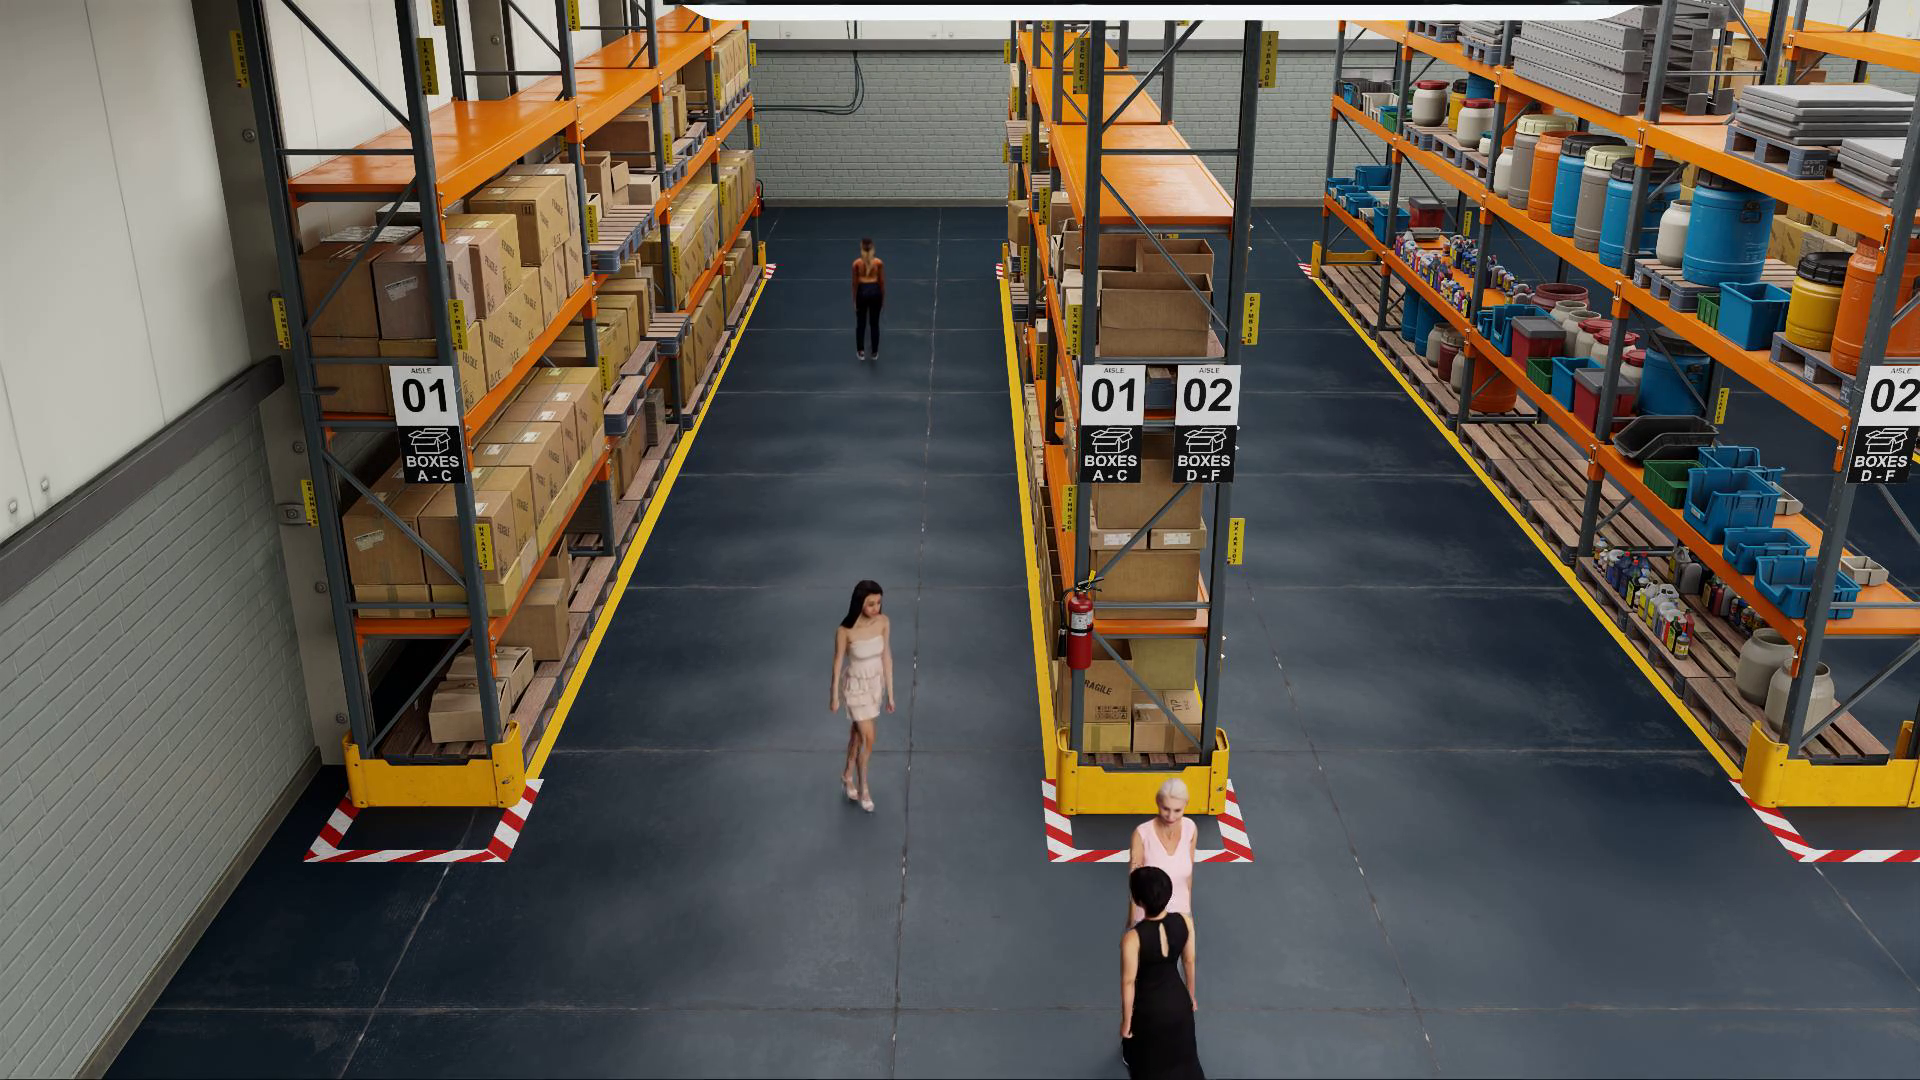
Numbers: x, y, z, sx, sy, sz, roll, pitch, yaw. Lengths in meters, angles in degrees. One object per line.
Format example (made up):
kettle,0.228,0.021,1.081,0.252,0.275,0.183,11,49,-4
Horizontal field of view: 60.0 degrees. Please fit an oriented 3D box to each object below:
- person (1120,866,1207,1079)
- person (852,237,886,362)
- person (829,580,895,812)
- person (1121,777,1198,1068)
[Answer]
person,1.025,2.384,8.279,0.803,1.580,0.909,-10,24,-22
person,-1.175,-3.132,21.704,0.619,1.625,0.611,-3,22,-8
person,-0.727,1.022,11.435,0.746,1.710,0.811,-16,27,-33
person,1.072,2.022,8.976,0.623,1.722,0.610,-7,23,-16
